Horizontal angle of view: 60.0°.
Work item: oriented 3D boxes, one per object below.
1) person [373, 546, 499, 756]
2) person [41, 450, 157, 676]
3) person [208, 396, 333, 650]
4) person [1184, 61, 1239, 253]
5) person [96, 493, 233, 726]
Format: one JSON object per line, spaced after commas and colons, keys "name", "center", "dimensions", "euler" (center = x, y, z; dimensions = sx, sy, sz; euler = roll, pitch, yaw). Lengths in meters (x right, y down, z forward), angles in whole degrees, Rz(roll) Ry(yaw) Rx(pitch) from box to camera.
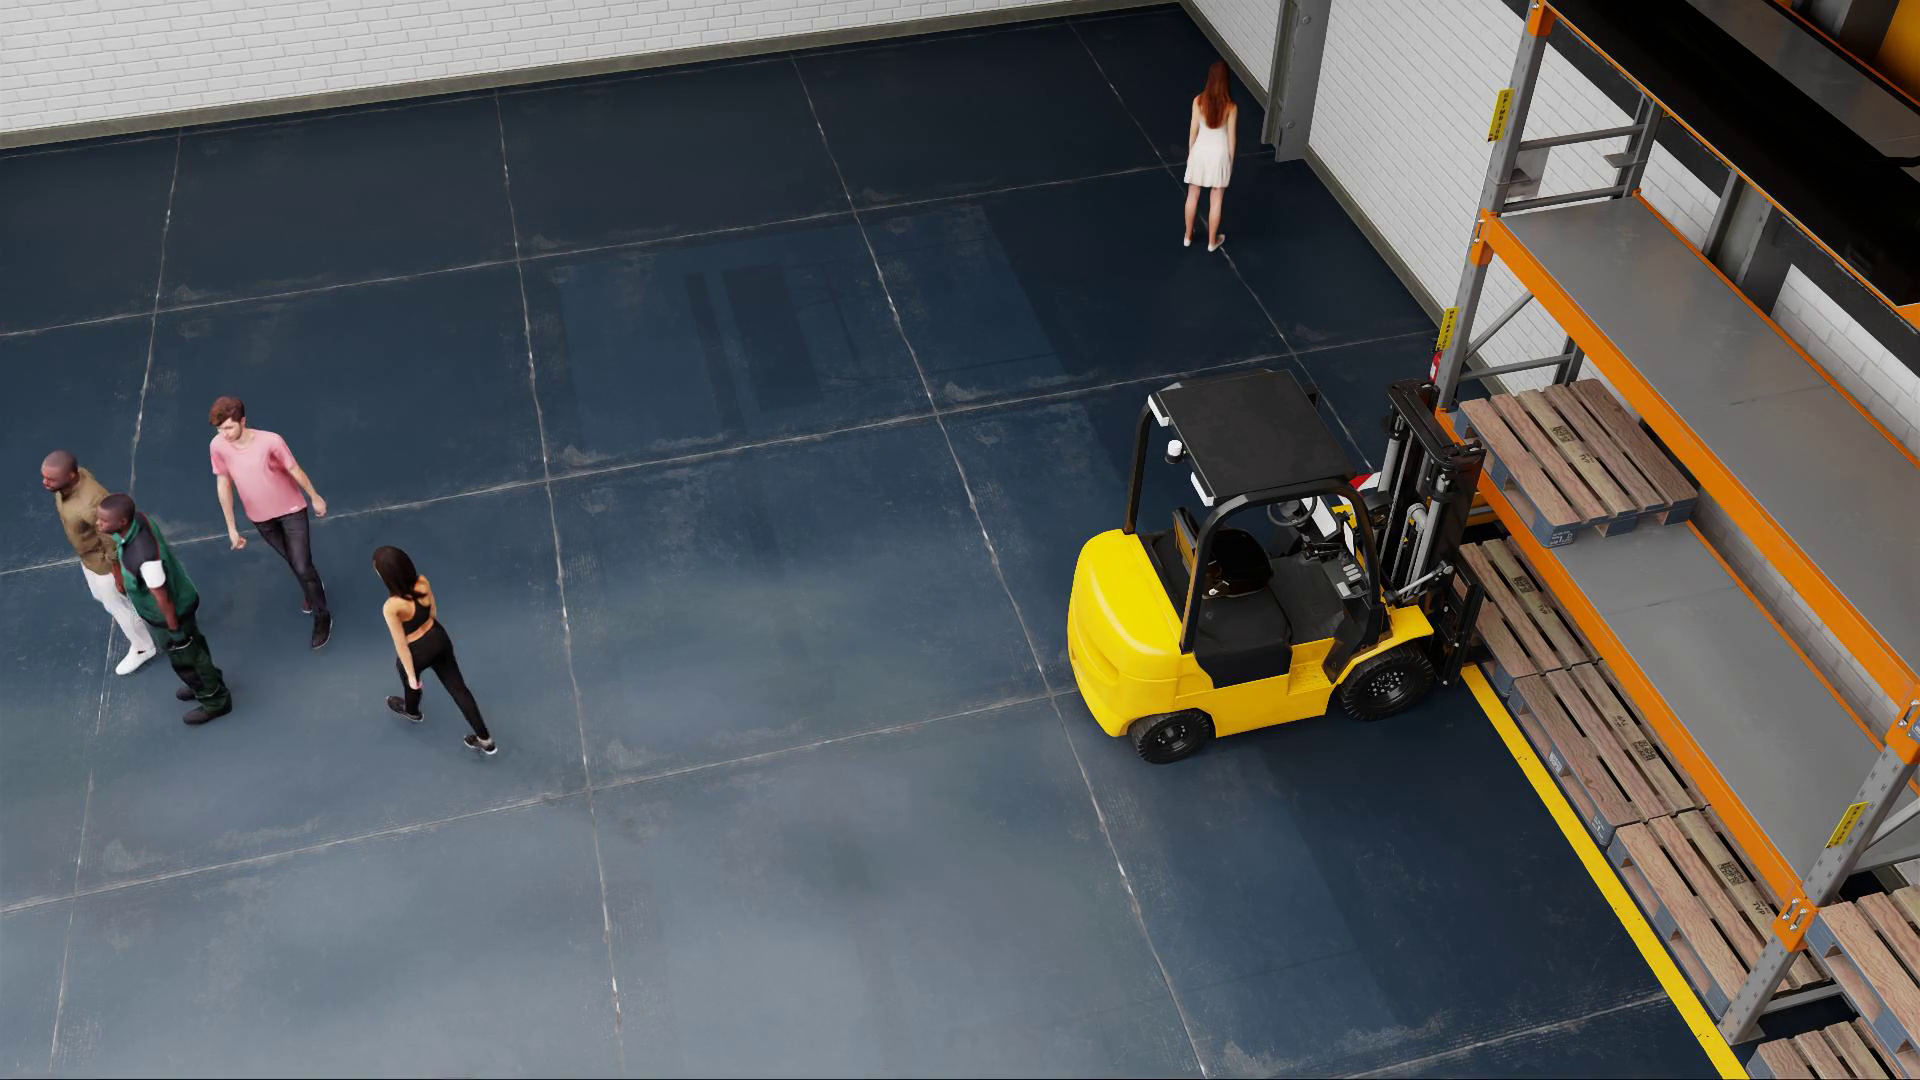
{"name": "person", "center": [-3.162, 0.709, 10.035], "dimensions": [1.101, 1.603, 1.030], "euler": [20, 47, 20]}
{"name": "person", "center": [-5.353, 0.073, 10.552], "dimensions": [1.012, 1.811, 0.968], "euler": [-32, 52, -29]}
{"name": "person", "center": [-4.413, -0.260, 10.817], "dimensions": [0.822, 1.929, 0.980], "euler": [-1, 44, -1]}
{"name": "person", "center": [2.122, -3.255, 14.120], "dimensions": [0.647, 1.708, 0.689], "euler": [16, 46, 16]}
{"name": "person", "center": [-4.852, 0.400, 10.189], "dimensions": [0.793, 1.839, 0.636], "euler": [-21, 47, -20]}
